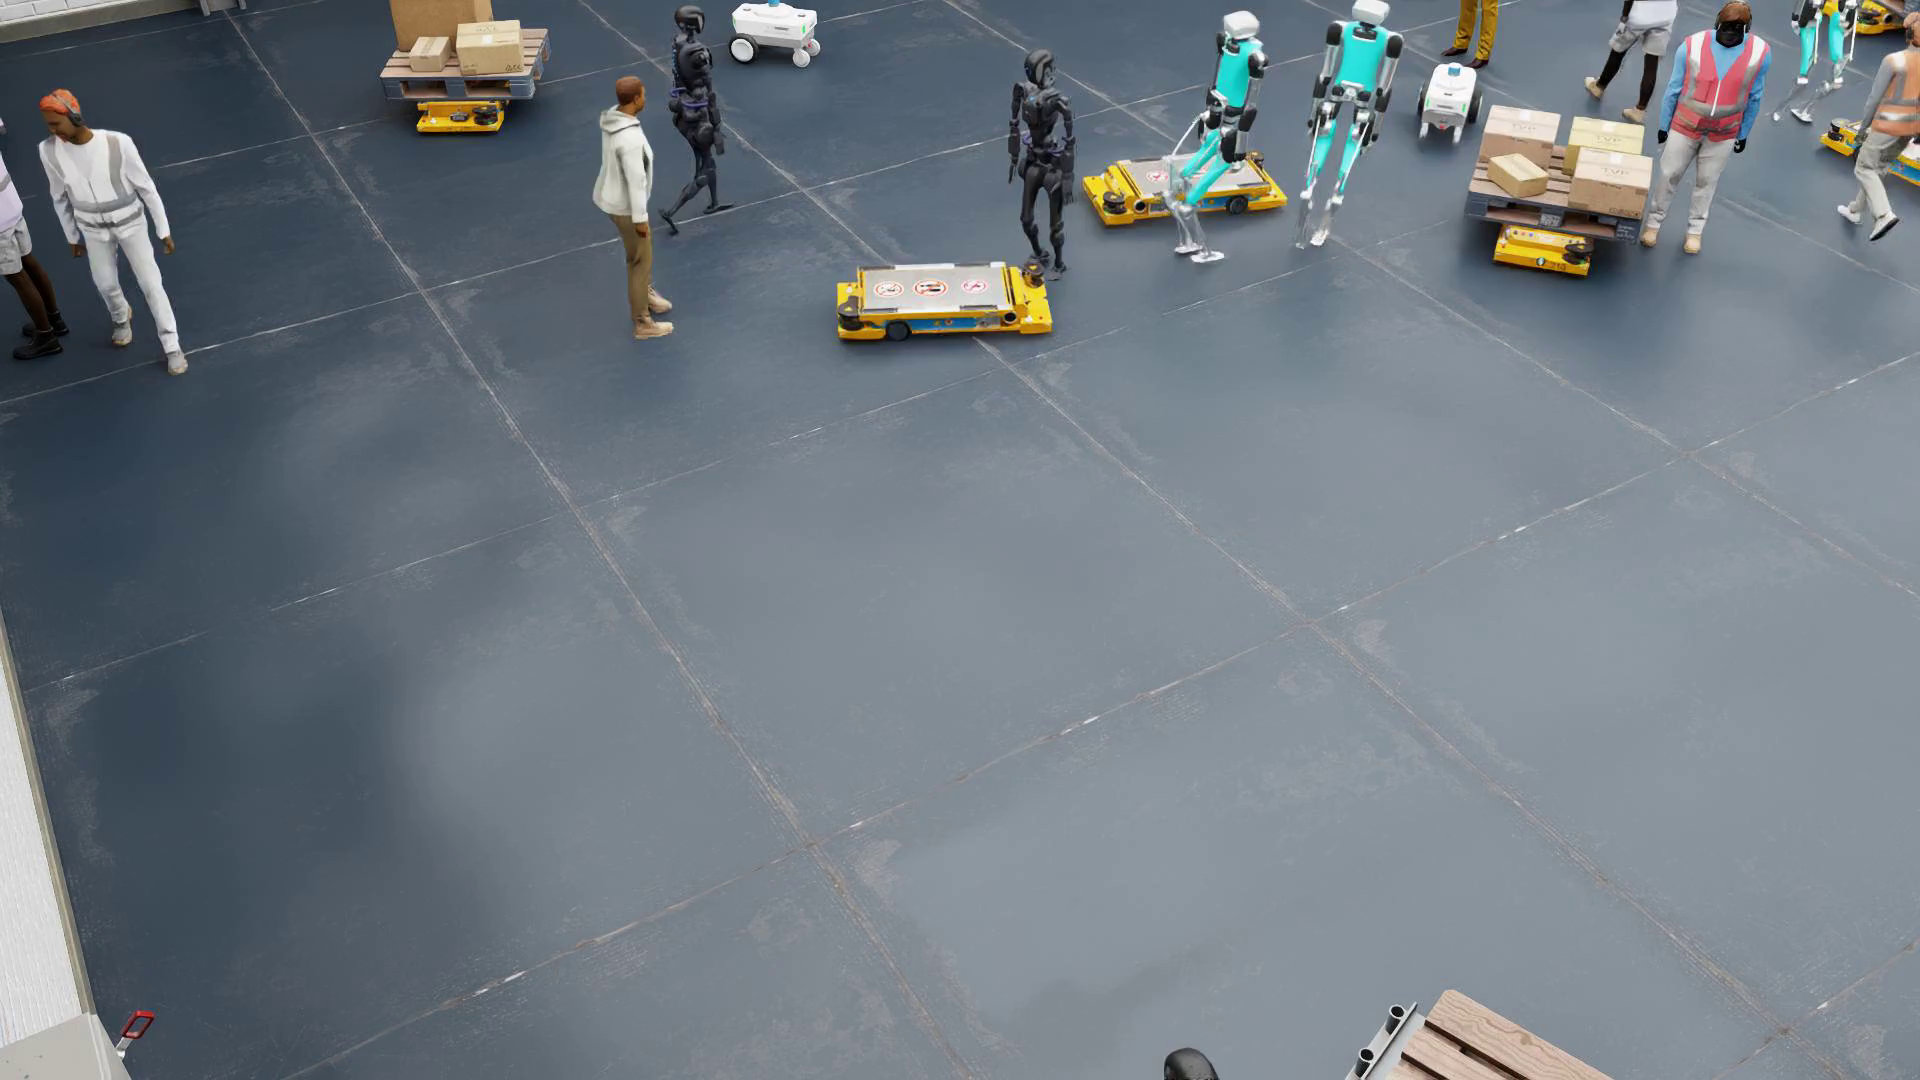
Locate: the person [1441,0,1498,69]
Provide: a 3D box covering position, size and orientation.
[{"bbox_3d":[4.525,-4.984,14.393,0.343,1.747,0.529,-18,42,-21],"label":"person"}]

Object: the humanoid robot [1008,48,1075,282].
[{"bbox_3d":[0.591,-2.577,11.411,0.587,1.647,0.359,29,46,31],"label":"humanoid robot"}]

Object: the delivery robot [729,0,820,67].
[{"bbox_3d":[-1.647,-4.549,14.777,0.745,0.565,0.499,10,39,12],"label":"delivery robot"}]

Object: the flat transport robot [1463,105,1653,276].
[{"bbox_3d":[4.386,-2.413,12.337,0.659,0.231,1.431,13,40,16],"label":"flat transport robot"}]

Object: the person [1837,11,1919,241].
[{"bbox_3d":[6.716,-2.921,11.897,0.524,1.609,0.648,-6,39,-7],"label":"person"}]

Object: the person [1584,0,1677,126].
[{"bbox_3d":[5.567,-4.304,13.591,0.554,1.659,0.817,-5,39,-7],"label":"person"}]

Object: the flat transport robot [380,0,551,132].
[{"bbox_3d":[-4.135,-3.843,14.141,0.659,0.231,1.431,-1,38,-1],"label":"flat transport robot"}]

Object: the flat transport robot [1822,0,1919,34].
[{"bbox_3d":[8.907,-5.014,15.619,1.431,0.231,0.659,-9,39,-11],"label":"flat transport robot"}]

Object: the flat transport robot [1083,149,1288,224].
[{"bbox_3d":[1.714,-2.697,12.695,1.431,0.231,0.659,-8,39,-10],"label":"flat transport robot"}]

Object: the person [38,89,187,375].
[{"bbox_3d":[-5.308,-1.984,10.503,0.691,1.884,0.661,-6,39,-8],"label":"person"}]

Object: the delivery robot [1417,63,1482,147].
[{"bbox_3d":[3.996,-3.598,13.594,0.499,0.586,0.765,13,40,15],"label":"delivery robot"}]

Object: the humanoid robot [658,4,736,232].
[{"bbox_3d":[-1.986,-3.063,12.041,0.683,1.638,0.597,-24,44,-28],"label":"humanoid robot"}]

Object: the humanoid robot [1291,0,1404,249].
[{"bbox_3d":[2.667,-2.810,11.699,0.561,1.825,0.800,16,41,19],"label":"humanoid robot"}]

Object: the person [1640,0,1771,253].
[{"bbox_3d":[5.230,-2.894,11.690,0.629,1.836,0.431,12,40,15],"label":"person"}]

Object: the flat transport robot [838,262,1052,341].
[{"bbox_3d":[-0.116,-1.631,11.350,1.431,0.231,0.659,-2,38,-3],"label":"flat transport robot"}]

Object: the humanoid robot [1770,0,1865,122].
[{"bbox_3d":[6.976,-4.132,13.315,0.536,1.786,0.656,4,39,5],"label":"humanoid robot"}]

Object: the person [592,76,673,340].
[{"bbox_3d":[-2.143,-2.159,10.823,0.470,1.747,0.556,-14,41,-17],"label":"person"}]

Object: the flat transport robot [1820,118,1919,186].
[{"bbox_3d":[7.583,-2.990,13.064,0.659,0.231,1.431,-18,42,-21],"label":"flat transport robot"}]

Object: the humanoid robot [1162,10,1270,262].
[{"bbox_3d":[1.704,-2.747,11.574,0.710,1.789,0.541,-15,41,-18],"label":"humanoid robot"}]

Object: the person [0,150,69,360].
[{"bbox_3d":[-6.138,-2.053,10.539,0.359,1.939,0.542,-6,39,-7],"label":"person"}]

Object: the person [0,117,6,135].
[{"bbox_3d":[-7.991,-3.998,13.067,0.383,1.845,0.569,7,39,8],"label":"person"}]

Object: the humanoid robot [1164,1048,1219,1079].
[{"bbox_3d":[0.647,2.189,5.398,0.583,1.652,0.357,-17,42,-21],"label":"humanoid robot"}]
